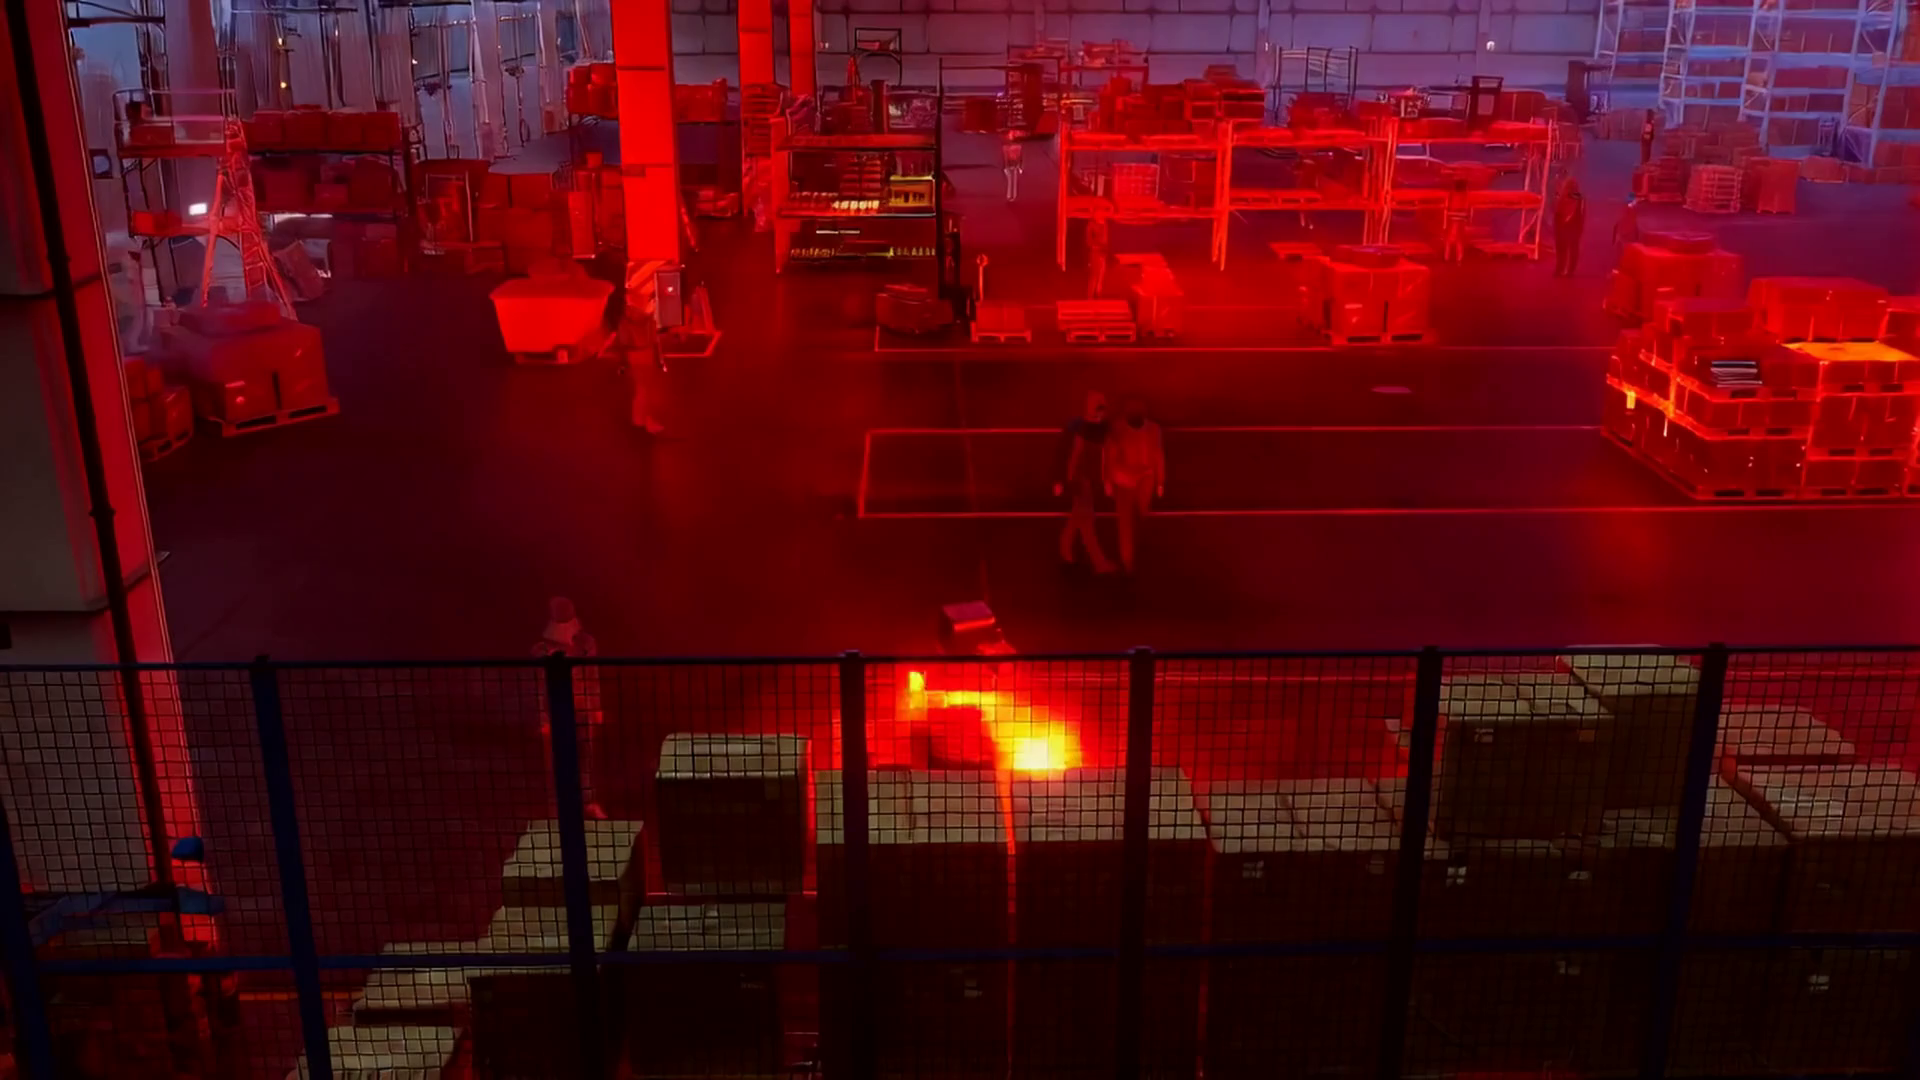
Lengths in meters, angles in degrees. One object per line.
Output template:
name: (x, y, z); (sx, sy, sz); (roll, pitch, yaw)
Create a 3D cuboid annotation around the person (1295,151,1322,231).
person: (8.550, -8.604, 40.935); (0.649, 1.889, 1.012); (1, 19, 2)

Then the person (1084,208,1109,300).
person: (2.578, -5.300, 31.192); (0.429, 1.846, 0.626); (12, 22, 31)

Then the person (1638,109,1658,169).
person: (22.364, -13.010, 53.967); (0.396, 1.911, 0.588); (-3, 19, -7)

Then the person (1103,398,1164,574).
person: (1.799, -0.624, 17.384); (0.636, 1.810, 0.807); (-3, 19, -9)

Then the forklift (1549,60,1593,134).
forklift: (24.397, -17.645, 66.217); (1.873, 2.768, 1.129); (0, 19, -1)

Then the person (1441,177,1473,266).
person: (10.640, -6.815, 35.626); (0.574, 1.884, 0.356); (10, 21, 26)

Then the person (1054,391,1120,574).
person: (1.374, -0.599, 17.183); (0.661, 1.896, 0.900); (-17, 25, -41)

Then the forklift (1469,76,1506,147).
forklift: (17.525, -14.064, 55.594); (1.129, 2.768, 1.873); (-1, 19, -1)

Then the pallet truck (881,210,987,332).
pallet truck: (-0.493, -4.759, 29.349); (1.885, 1.965, 0.823); (-13, 23, -34)

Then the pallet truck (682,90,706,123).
pallet truck: (-9.671, -15.907, 62.421); (0.823, 1.965, 1.885); (5, 19, 15)

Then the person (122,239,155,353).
person: (-13.495, -3.991, 27.253); (0.552, 1.874, 0.632); (-8, 20, -21)

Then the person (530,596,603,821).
person: (-2.817, 1.227, 11.982); (0.484, 1.745, 0.297); (-10, 21, -27)

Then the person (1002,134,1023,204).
person: (1.436, -10.236, 45.797); (0.584, 1.873, 1.015); (1, 19, 3)

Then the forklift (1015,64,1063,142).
forklift: (2.918, -16.563, 63.005); (1.873, 2.768, 1.129); (-3, 19, -7)

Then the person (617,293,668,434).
person: (-4.297, -2.401, 22.520); (0.564, 1.881, 1.009); (-15, 24, -38)

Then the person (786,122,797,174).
person: (-5.323, -12.193, 51.918); (0.783, 1.671, 0.538); (-15, 24, -37)

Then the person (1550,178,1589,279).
person: (12.468, -6.397, 34.141); (0.689, 2.000, 0.537); (-6, 20, -17)

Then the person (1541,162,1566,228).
person: (14.824, -8.506, 41.050); (0.730, 1.616, 0.515); (-3, 19, -8)

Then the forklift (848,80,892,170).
forklift: (-2.644, -13.227, 53.109); (1.873, 2.768, 1.129); (-1, 19, -1)

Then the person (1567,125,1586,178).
person: (19.163, -12.030, 51.496); (0.377, 1.627, 0.516); (14, 23, 35)

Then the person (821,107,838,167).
person: (-4.300, -13.233, 54.615); (0.666, 1.911, 0.648); (6, 19, 16)

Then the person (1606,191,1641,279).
person: (13.549, -6.129, 33.683); (0.497, 1.831, 0.856); (-14, 23, -36)

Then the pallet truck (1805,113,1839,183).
pallet truck: (26.403, -11.957, 50.702); (0.823, 1.965, 1.885); (6, 19, 16)

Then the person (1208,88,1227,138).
person: (10.077, -16.574, 64.571); (1.006, 1.894, 0.554); (-9, 21, -25)
